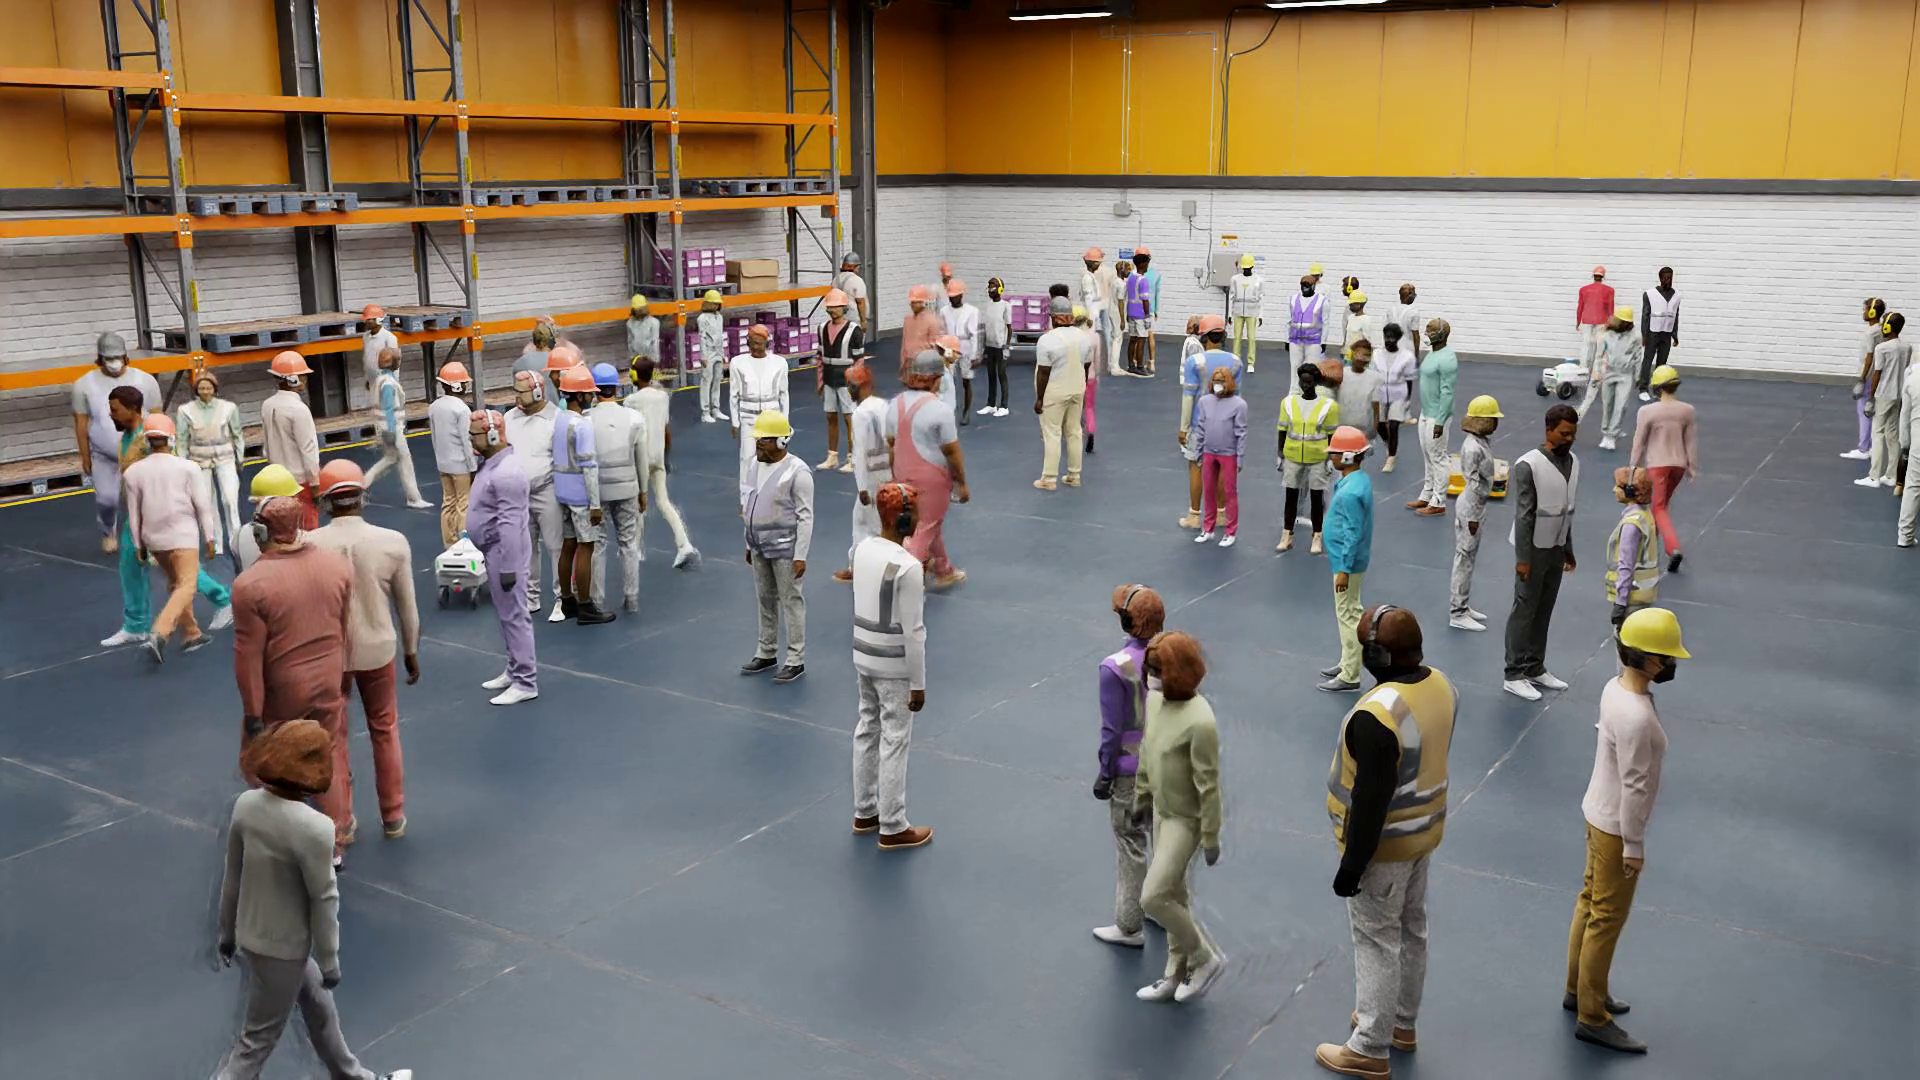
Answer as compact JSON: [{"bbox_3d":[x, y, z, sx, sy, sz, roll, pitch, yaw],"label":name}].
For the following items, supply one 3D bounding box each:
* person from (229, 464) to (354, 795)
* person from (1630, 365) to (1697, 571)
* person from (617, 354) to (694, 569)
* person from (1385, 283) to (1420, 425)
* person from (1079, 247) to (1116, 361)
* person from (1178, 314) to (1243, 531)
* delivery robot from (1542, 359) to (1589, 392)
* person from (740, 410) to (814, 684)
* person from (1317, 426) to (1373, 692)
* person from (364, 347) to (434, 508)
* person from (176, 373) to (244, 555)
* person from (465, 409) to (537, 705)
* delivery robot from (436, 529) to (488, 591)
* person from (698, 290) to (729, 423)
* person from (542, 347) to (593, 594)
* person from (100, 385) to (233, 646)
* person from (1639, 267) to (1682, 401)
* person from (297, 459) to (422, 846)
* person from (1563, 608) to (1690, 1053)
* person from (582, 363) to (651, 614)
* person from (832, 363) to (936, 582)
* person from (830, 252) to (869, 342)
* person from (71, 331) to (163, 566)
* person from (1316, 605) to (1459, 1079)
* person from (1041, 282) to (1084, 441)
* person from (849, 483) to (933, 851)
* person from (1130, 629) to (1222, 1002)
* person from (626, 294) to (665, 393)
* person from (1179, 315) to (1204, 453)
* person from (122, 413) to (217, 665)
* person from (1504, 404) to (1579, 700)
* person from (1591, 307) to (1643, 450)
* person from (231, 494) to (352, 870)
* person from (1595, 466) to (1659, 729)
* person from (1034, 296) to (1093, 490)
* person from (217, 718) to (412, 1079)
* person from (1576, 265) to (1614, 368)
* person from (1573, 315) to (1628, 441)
[{"bbox_3d":[-3.666,0.491,9.123,0.589,1.837,0.404,5,14,22],"label":"person"},{"bbox_3d":[6.045,-0.629,14.226,0.536,1.725,0.870,-2,13,-8],"label":"person"},{"bbox_3d":[-2.620,-0.673,14.187,0.909,1.835,0.529,11,17,40],"label":"person"},{"bbox_3d":[5.789,-2.427,21.761,0.327,1.843,0.516,-11,17,-39],"label":"person"},{"bbox_3d":[2.339,-4.022,28.448,0.649,1.952,0.543,-3,13,-13],"label":"person"},{"bbox_3d":[2.337,-1.102,15.625,0.612,2.029,0.409,-6,14,-23],"label":"person"},{"bbox_3d":[8.856,-2.397,24.253,0.707,0.478,0.477,-6,14,-25],"label":"delivery robot"},{"bbox_3d":[-1.237,0.039,11.090,0.588,1.834,0.403,11,17,40],"label":"person"},{"bbox_3d":[2.518,0.121,10.910,0.342,1.748,0.573,4,14,16],"label":"person"},{"bbox_3d":[-5.691,-1.112,16.544,0.677,1.616,0.534,-6,14,-23],"label":"person"},{"bbox_3d":[-6.514,-0.635,14.479,0.529,1.616,0.651,-5,14,-19],"label":"person"},{"bbox_3d":[-2.962,0.101,10.692,0.395,1.900,0.647,-6,14,-23],"label":"person"},{"bbox_3d":[-3.871,0.155,13.183,0.477,0.478,0.707,1,13,6],"label":"delivery robot"},{"bbox_3d":[-3.265,-2.433,22.026,0.332,1.739,0.500,6,14,25],"label":"person"},{"bbox_3d":[-3.111,-0.558,13.354,0.403,1.986,0.611,0,13,0],"label":"person"},{"bbox_3d":[-5.791,-0.203,12.050,0.594,1.883,0.896,11,17,40],"label":"person"},{"bbox_3d":[10.077,-2.971,23.964,0.591,1.920,0.393,-3,13,-11],"label":"person"},{"bbox_3d":[-3.075,0.571,8.485,0.646,1.968,0.464,-6,14,-24],"label":"person"},{"bbox_3d":[2.628,1.119,6.558,0.327,1.765,0.528,3,13,13],"label":"person"},{"bbox_3d":[-2.666,-0.374,12.672,0.617,1.936,0.426,-6,14,-26],"label":"person"},{"bbox_3d":[-0.622,-0.513,13.469,0.871,1.848,0.645,3,13,14],"label":"person"},{"bbox_3d":[-1.653,-3.430,25.683,0.535,2.000,0.680,-12,18,-43],"label":"person"},{"bbox_3d":[-7.188,-0.802,14.284,0.698,2.000,0.638,-7,15,-29],"label":"person"},{"bbox_3d":[1.604,1.139,6.317,0.429,1.837,0.621,11,17,39],"label":"person"},{"bbox_3d":[1.268,-2.196,20.546,0.494,1.970,0.644,-3,13,-12],"label":"person"},{"bbox_3d":[-0.355,0.638,8.401,0.349,1.879,0.582,-10,16,-36],"label":"person"},{"bbox_3d":[0.847,1.139,6.769,0.356,1.616,0.522,-4,14,-17],"label":"person"},{"bbox_3d":[-4.148,-2.417,22.022,0.487,1.718,0.714,2,13,10],"label":"person"},{"bbox_3d":[2.751,-1.838,19.678,0.313,1.631,0.514,1,13,4],"label":"person"},{"bbox_3d":[-5.504,-0.010,11.543,0.569,1.721,0.749,1,13,6],"label":"person"},{"bbox_3d":[3.788,0.061,10.821,0.587,1.914,0.390,-10,17,-38],"label":"person"},{"bbox_3d":[7.828,-1.925,19.846,0.528,1.709,0.690,8,15,30],"label":"person"},{"bbox_3d":[-3.287,0.700,8.106,0.565,1.885,0.668,9,16,34],"label":"person"},{"bbox_3d":[4.082,0.361,10.145,0.321,1.633,0.521,7,15,29],"label":"person"},{"bbox_3d":[1.027,-1.554,17.546,0.683,2.000,0.538,-9,16,-35],"label":"person"},{"bbox_3d":[-2.385,1.402,5.762,0.505,1.570,0.891,11,17,40],"label":"person"},{"bbox_3d":[10.240,-3.548,26.826,0.568,1.750,0.337,5,14,20],"label":"person"},{"bbox_3d":[7.942,-2.011,20.564,0.949,1.576,0.532,-9,16,-35],"label":"person"}]
